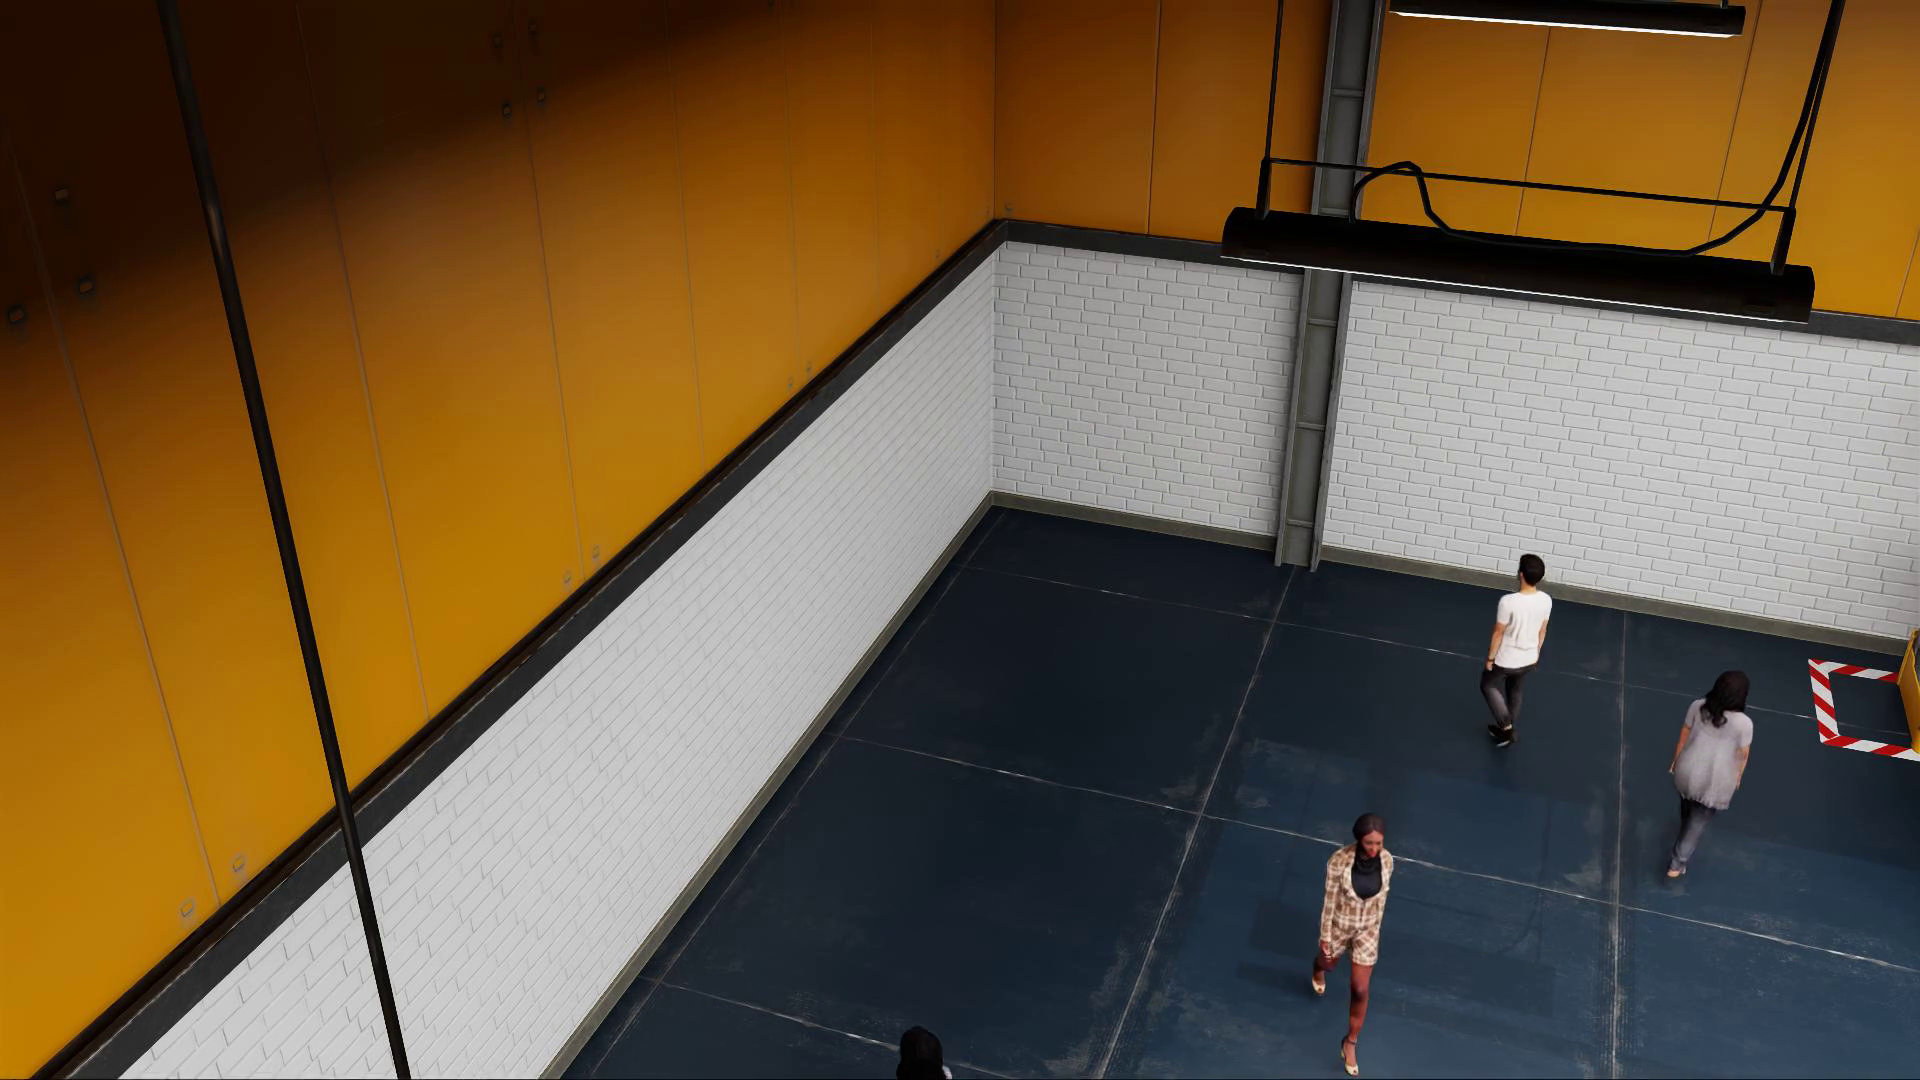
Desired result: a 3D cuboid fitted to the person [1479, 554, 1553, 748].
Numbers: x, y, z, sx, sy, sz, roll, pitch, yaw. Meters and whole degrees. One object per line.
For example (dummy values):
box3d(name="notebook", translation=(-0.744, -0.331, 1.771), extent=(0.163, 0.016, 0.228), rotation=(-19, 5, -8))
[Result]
box3d(name="person", translation=(4.371, 0.927, 13.017), extent=(0.819, 1.712, 0.880), rotation=(-8, 30, -14))

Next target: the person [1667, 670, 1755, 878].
box3d(name="person", translation=(5.264, 1.678, 11.792), extent=(0.973, 1.566, 1.097), rotation=(-25, 38, -38))

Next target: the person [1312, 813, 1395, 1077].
box3d(name="person", translation=(2.376, 2.382, 10.306), extent=(1.097, 1.753, 0.893), rotation=(0, 29, 0))
